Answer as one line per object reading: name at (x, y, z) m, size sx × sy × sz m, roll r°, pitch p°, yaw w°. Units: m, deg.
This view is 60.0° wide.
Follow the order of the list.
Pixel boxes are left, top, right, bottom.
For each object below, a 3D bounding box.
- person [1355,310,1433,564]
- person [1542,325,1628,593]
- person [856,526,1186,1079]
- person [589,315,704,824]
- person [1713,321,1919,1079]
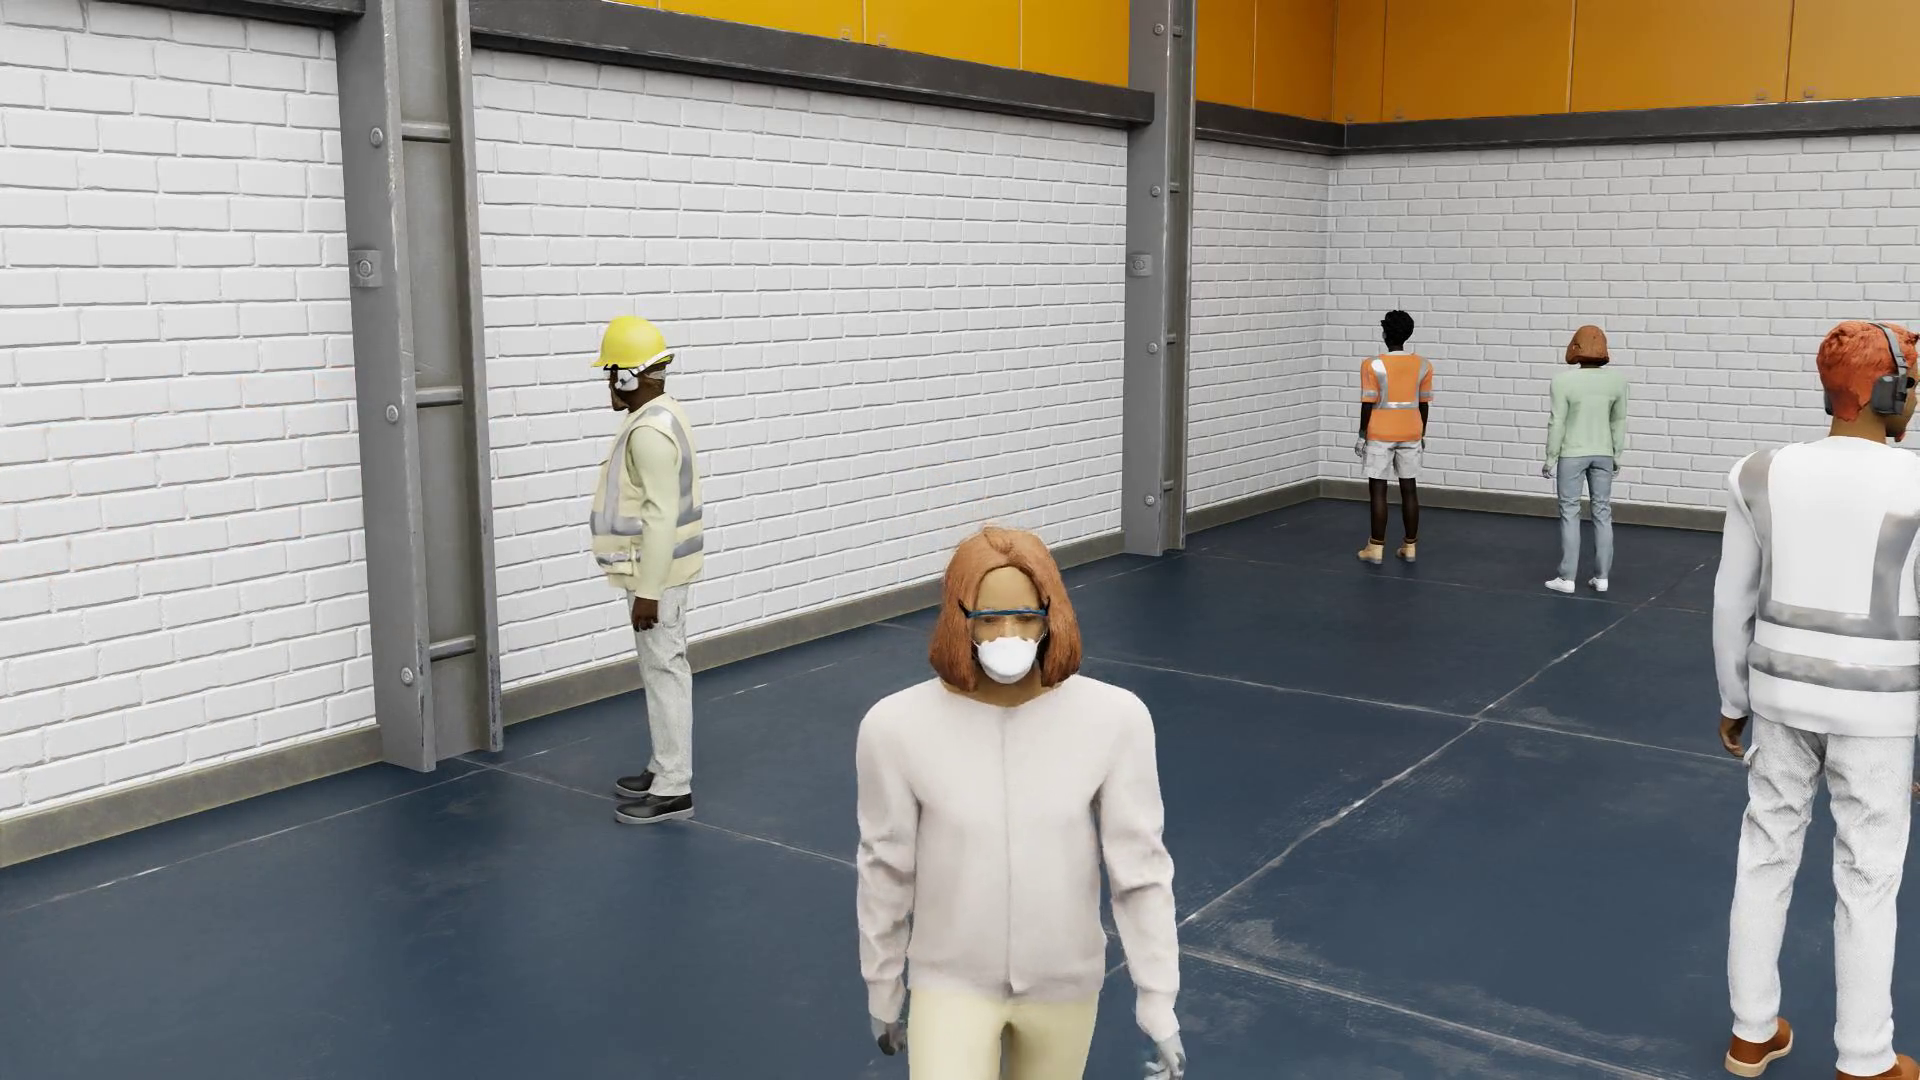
person at (2.898, -0.687, 11.150) m, size 0.542 × 1.695 × 0.316 m, roll -3°, pitch 10°, yaw -15°
person at (3.813, -0.490, 10.168) m, size 0.503 × 1.632 × 0.271 m, roll -1°, pitch 10°, yaw -7°
person at (0.096, 0.782, 2.709) m, size 0.513 × 1.595 × 0.814 m, roll -1°, pitch 10°, yaw -7°
person at (-1.129, 0.108, 6.026) m, size 0.404 × 1.829 × 0.591 m, roll -1°, pitch 10°, yaw -8°
person at (2.105, 0.420, 4.010) m, size 0.358 × 1.881 × 0.574 m, roll -8°, pitch 12°, yaw -39°
